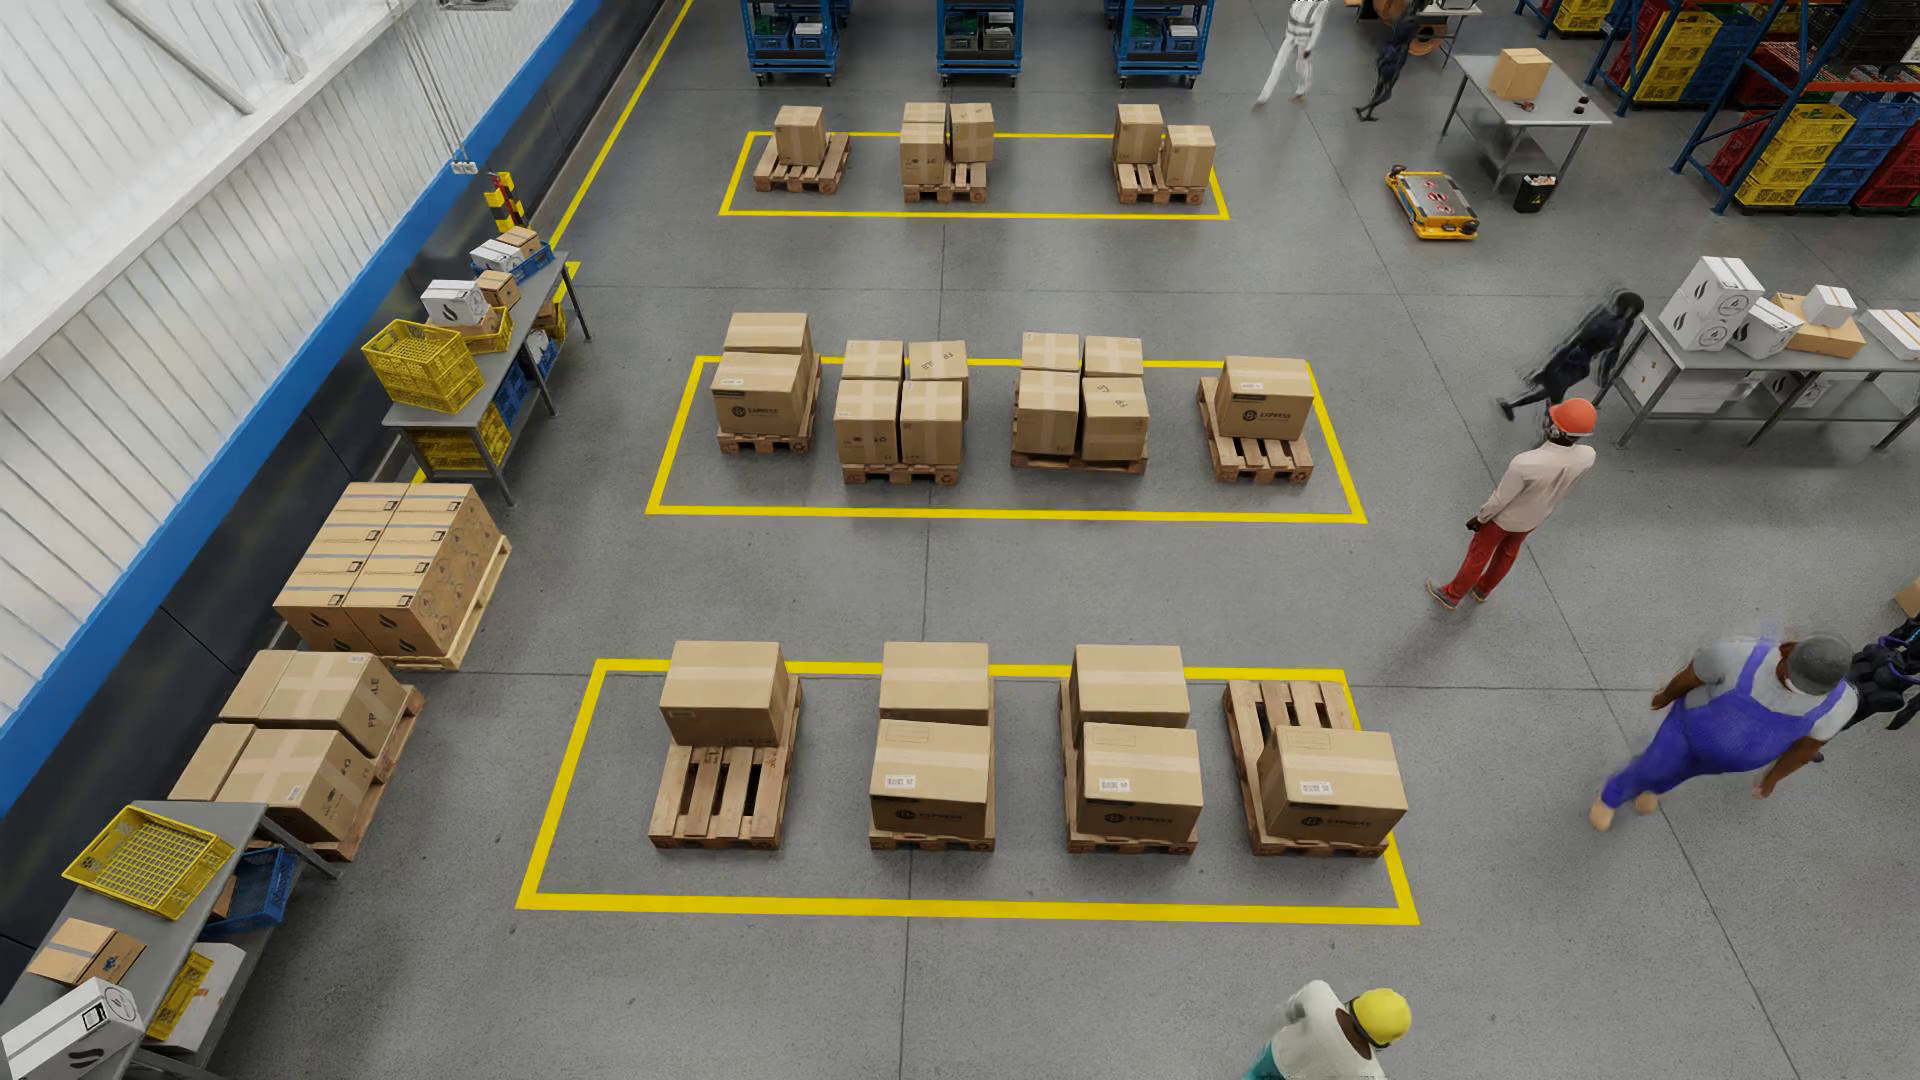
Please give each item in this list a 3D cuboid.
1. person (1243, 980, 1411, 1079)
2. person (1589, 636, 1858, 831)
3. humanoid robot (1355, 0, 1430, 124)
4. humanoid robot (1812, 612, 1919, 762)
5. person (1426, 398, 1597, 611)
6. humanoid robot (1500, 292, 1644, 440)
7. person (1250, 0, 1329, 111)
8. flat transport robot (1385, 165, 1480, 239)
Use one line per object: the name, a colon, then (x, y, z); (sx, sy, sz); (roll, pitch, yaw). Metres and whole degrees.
person: (1.710, 2.501, 4.395); (0.592, 1.738, 0.532); (-23, 53, -18)
person: (4.474, 1.159, 5.360); (0.695, 2.000, 0.762); (24, 53, 20)
humanoid robot: (5.671, -6.326, 12.083); (0.486, 1.637, 0.590); (0, 49, 0)
humanoid robot: (5.947, 0.866, 5.852); (0.322, 1.652, 0.578); (13, 50, 11)
person: (3.972, -0.209, 6.574); (0.611, 1.994, 0.379); (-10, 50, -9)
humanoid robot: (5.311, -1.499, 7.955); (0.592, 1.636, 0.841); (-19, 52, -16)
person: (4.558, -6.768, 12.364); (0.992, 1.826, 0.587); (-26, 54, -21)
flat transport robot: (5.692, -4.094, 11.059); (0.652, 0.197, 1.431); (1, 49, 1)
